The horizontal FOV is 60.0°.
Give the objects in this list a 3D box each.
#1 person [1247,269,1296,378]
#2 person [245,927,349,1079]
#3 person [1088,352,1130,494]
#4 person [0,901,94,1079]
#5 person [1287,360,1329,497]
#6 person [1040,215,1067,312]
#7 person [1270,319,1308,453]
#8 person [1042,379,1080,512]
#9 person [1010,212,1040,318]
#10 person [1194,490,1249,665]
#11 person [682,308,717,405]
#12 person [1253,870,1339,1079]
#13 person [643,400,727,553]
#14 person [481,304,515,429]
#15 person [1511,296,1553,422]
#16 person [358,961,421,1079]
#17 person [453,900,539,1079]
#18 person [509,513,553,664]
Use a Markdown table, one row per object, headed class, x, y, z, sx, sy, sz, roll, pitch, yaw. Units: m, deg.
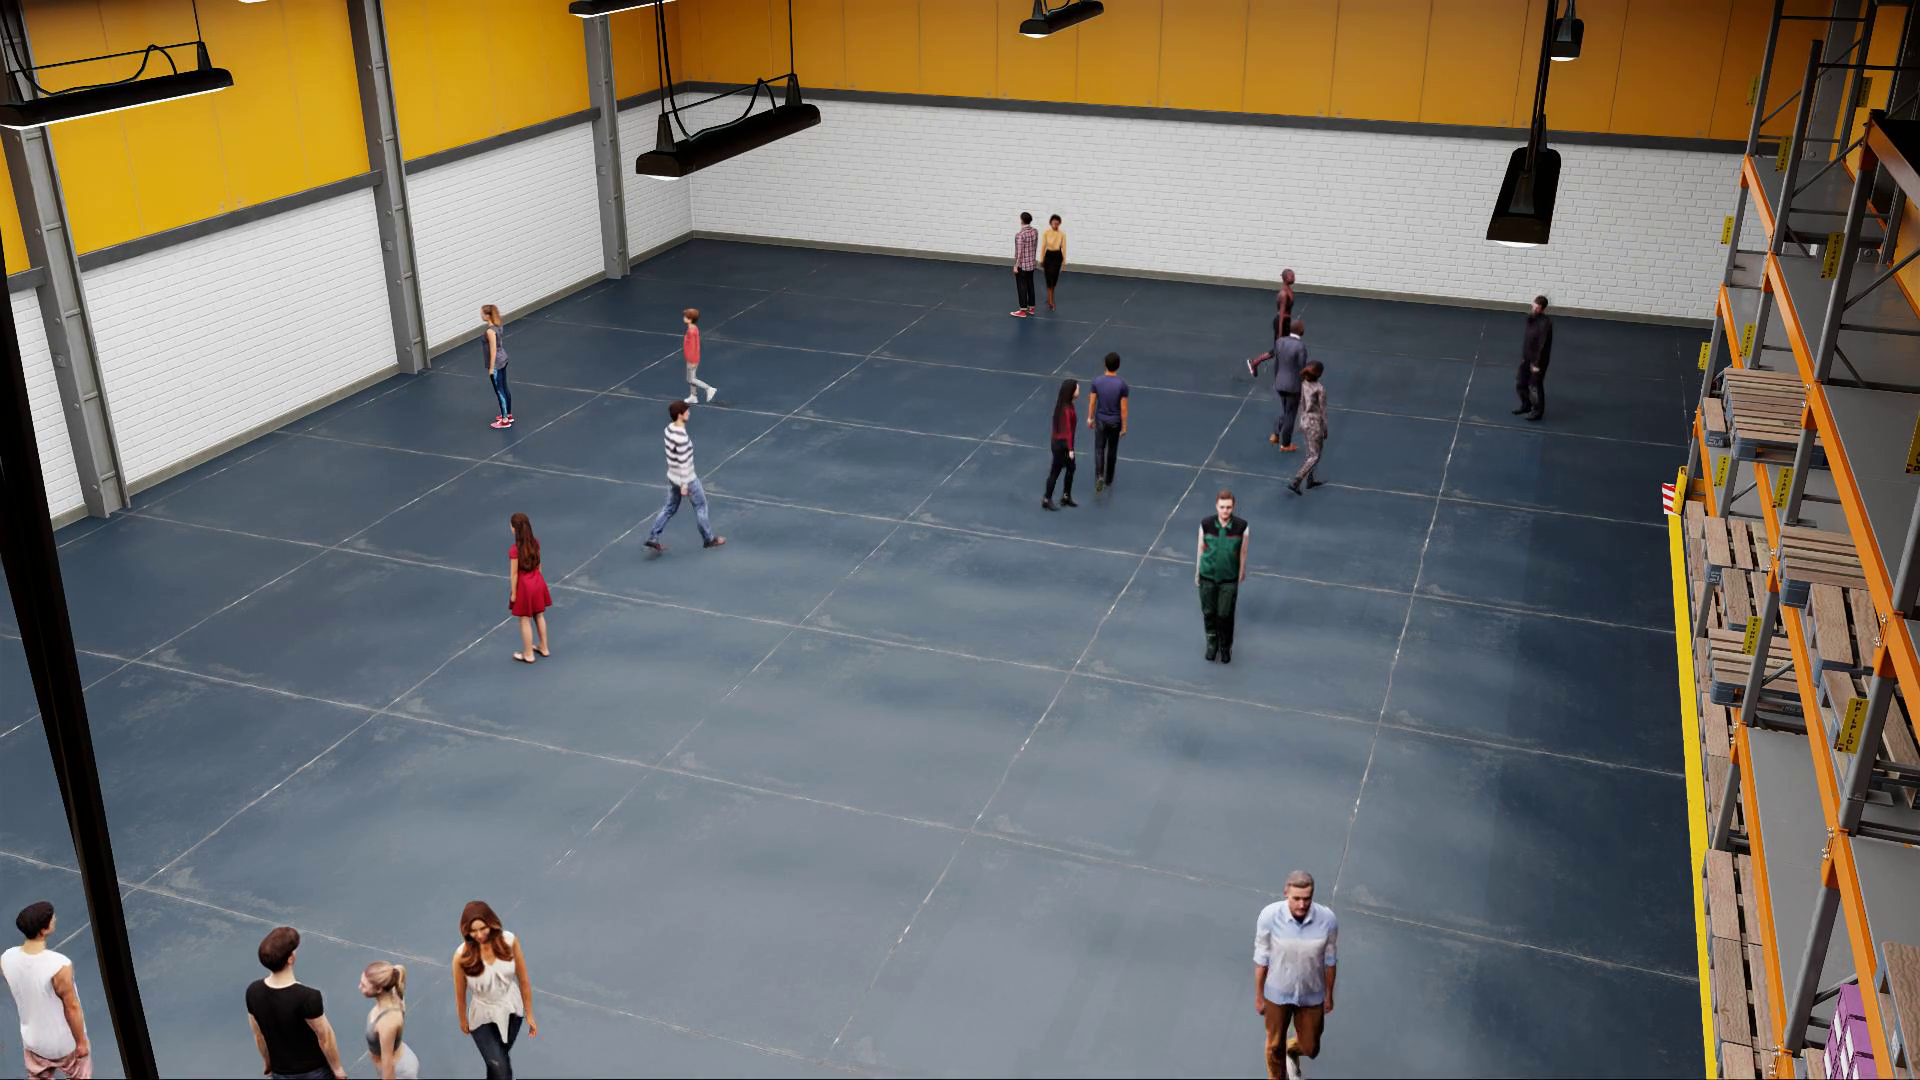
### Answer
| class | x | y | z | sx | sy | sz | roll | pitch | yaw |
| --- | --- | --- | --- | --- | --- | --- | --- | --- | --- |
| person | 4.670 | -3.151 | 24.569 | 0.664 | 1.741 | 0.917 | 9 | 25 | 21 |
| person | -3.948 | 3.156 | 9.947 | 0.709 | 1.896 | 0.619 | 4 | 24 | 10 |
| person | 1.813 | -1.425 | 20.582 | 0.770 | 1.771 | 1.052 | 4 | 24 | 9 |
| person | -5.687 | 3.065 | 10.312 | 0.775 | 1.770 | 0.722 | 1 | 24 | 2 |
| person | 4.326 | -1.389 | 20.577 | 0.942 | 1.709 | 0.892 | -10 | 26 | -22 |
| person | 1.583 | -4.729 | 28.351 | 0.893 | 1.603 | 1.135 | -2 | 24 | -4 |
| person | 4.282 | -2.006 | 21.862 | 0.841 | 1.811 | 0.793 | -13 | 27 | -27 |
| person | 1.150 | -1.138 | 20.104 | 0.843 | 1.629 | 0.745 | 1 | 24 | 2 |
| person | 1.101 | -4.644 | 27.961 | 0.823 | 1.760 | 0.650 | 18 | 29 | 35 |
| person | 2.577 | 0.326 | 16.503 | 0.662 | 1.831 | 0.670 | 6 | 24 | 13 |
| person | -3.756 | -2.608 | 23.749 | 0.747 | 1.402 | 0.765 | -1 | 24 | -3 |
| person | 2.142 | 2.849 | 10.745 | 0.805 | 1.819 | 0.850 | 1 | 24 | 3 |
| person | -3.240 | -0.676 | 18.817 | 1.254 | 1.812 | 1.096 | -15 | 28 | -30 |
| person | -6.372 | -2.413 | 22.897 | 0.689 | 1.728 | 0.566 | 1 | 24 | 1 |
| person | 8.012 | -2.514 | 23.036 | 0.940 | 1.801 | 0.854 | -2 | 24 | -4 |
| person | -3.375 | 3.230 | 10.016 | 0.718 | 1.704 | 0.637 | -5 | 24 | -12 |
| person | -2.976 | 2.975 | 10.552 | 1.078 | 1.742 | 1.002 | -17 | 29 | -34 |
| person | -4.291 | 0.464 | 16.537 | 0.673 | 1.549 | 0.603 | 15 | 28 | 30 |
